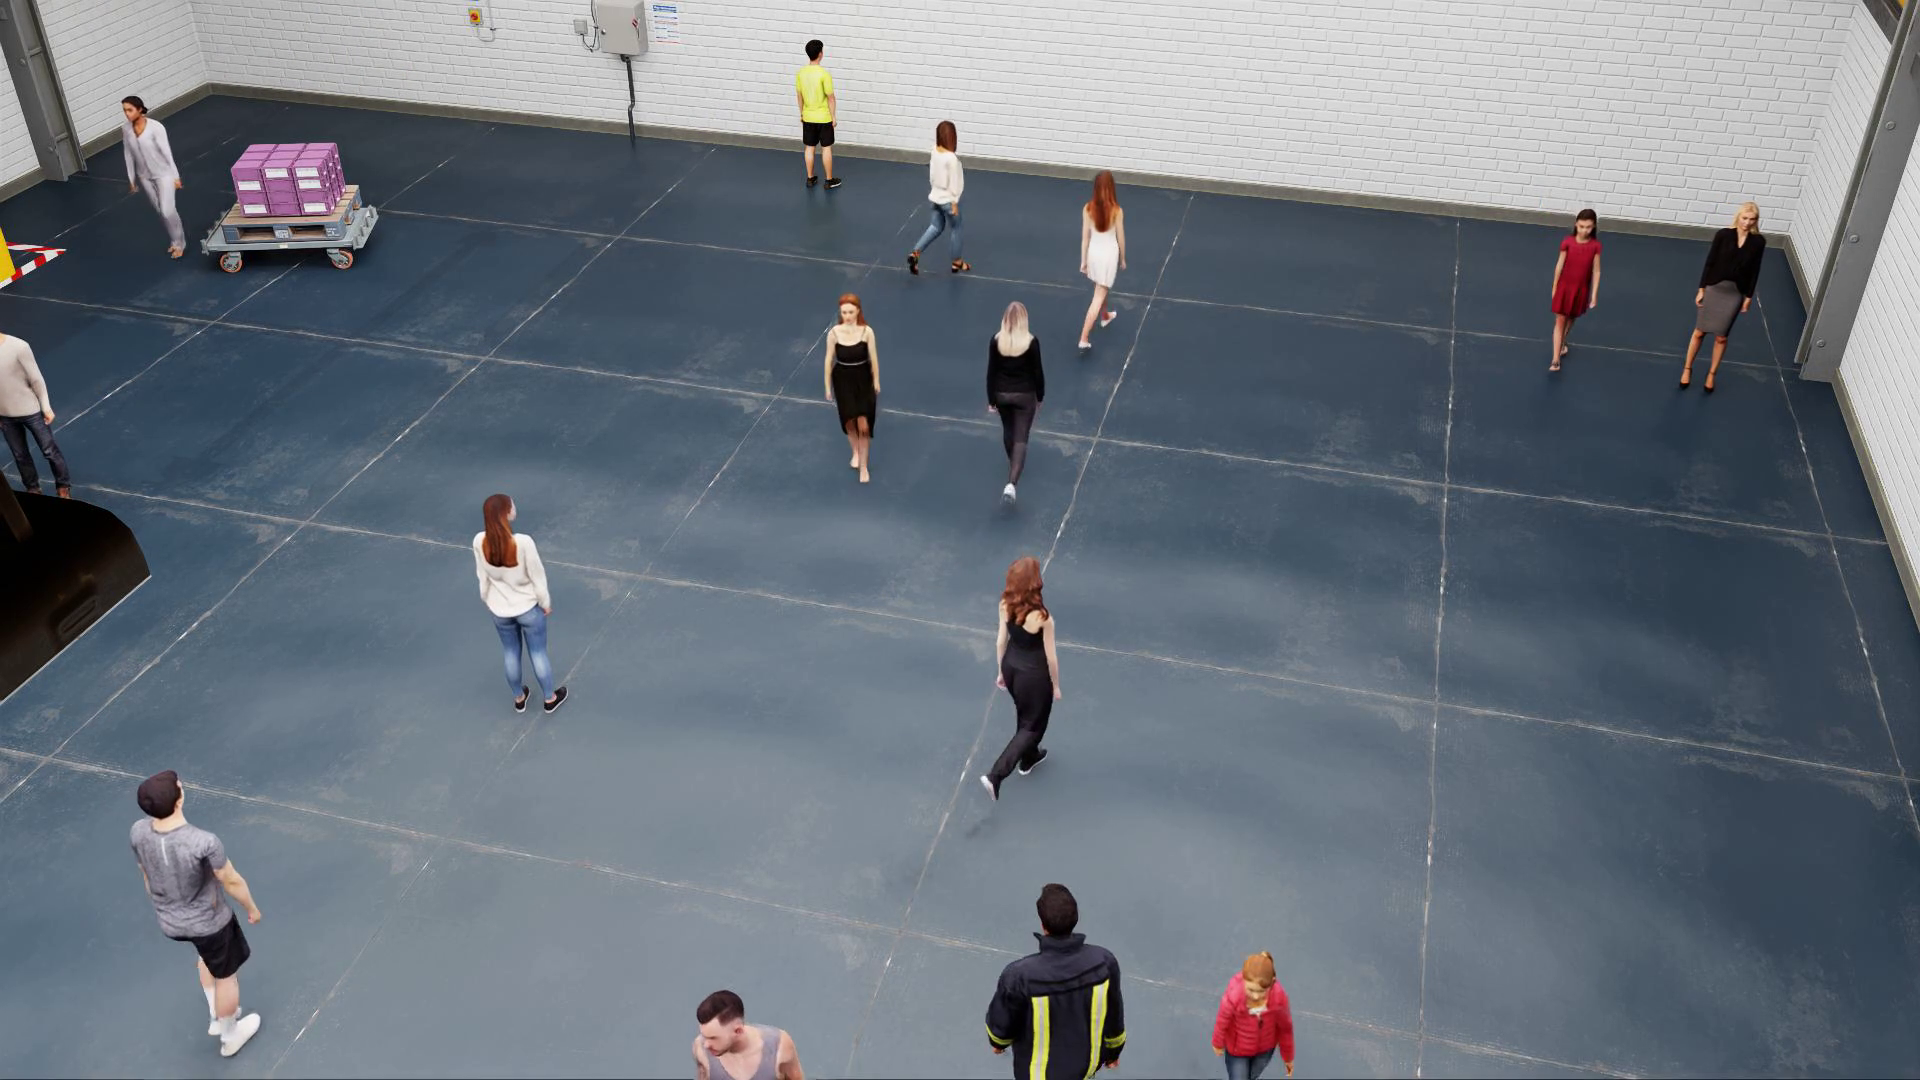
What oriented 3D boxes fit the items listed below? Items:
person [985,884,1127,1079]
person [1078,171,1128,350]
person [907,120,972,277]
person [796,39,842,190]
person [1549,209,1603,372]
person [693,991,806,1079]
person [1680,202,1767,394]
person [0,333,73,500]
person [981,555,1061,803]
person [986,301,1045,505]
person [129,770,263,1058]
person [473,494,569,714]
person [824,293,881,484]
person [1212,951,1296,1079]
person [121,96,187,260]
[{"bbox_3d":[0.496,2.492,7.873,1.173,1.873,1.321,-9,35,-13],"label":"person"},{"bbox_3d":[1.309,-2.598,15.716,0.764,1.669,1.226,17,37,24],"label":"person"},{"bbox_3d":[-0.226,-3.451,17.008,1.075,1.659,0.988,-20,39,-27],"label":"person"},{"bbox_3d":[-1.640,-4.896,19.137,0.642,1.708,0.565,13,36,18],"label":"person"},{"bbox_3d":[5.734,-2.374,15.521,0.549,1.510,1.017,8,34,12],"label":"person"},{"bbox_3d":[-0.908,2.640,7.779,0.652,1.798,0.714,0,34,0],"label":"person"},{"bbox_3d":[6.843,-2.173,14.922,0.632,1.839,0.585,13,36,19],"label":"person"},{"bbox_3d":[-7.459,-1.040,13.193,0.733,1.865,0.688,-3,34,-5],"label":"person"},{"bbox_3d":[0.359,0.902,10.398,0.830,1.727,1.059,23,40,31],"label":"person"},{"bbox_3d":[0.433,-1.088,13.450,0.674,1.662,1.114,6,34,9],"label":"person"},{"bbox_3d":[-4.011,2.005,8.620,0.676,1.857,0.652,7,34,11],"label":"person"},{"bbox_3d":[-2.961,0.441,11.122,0.632,1.693,0.577,5,34,7],"label":"person"},{"bbox_3d":[-0.878,-1.333,13.868,0.701,1.607,0.838,1,34,2],"label":"person"},{"bbox_3d":[1.442,2.492,8.389,0.647,1.302,0.721,-7,34,-10],"label":"person"},{"bbox_3d":[-8.462,-3.887,17.612,0.709,1.717,0.730,4,34,6],"label":"person"}]
